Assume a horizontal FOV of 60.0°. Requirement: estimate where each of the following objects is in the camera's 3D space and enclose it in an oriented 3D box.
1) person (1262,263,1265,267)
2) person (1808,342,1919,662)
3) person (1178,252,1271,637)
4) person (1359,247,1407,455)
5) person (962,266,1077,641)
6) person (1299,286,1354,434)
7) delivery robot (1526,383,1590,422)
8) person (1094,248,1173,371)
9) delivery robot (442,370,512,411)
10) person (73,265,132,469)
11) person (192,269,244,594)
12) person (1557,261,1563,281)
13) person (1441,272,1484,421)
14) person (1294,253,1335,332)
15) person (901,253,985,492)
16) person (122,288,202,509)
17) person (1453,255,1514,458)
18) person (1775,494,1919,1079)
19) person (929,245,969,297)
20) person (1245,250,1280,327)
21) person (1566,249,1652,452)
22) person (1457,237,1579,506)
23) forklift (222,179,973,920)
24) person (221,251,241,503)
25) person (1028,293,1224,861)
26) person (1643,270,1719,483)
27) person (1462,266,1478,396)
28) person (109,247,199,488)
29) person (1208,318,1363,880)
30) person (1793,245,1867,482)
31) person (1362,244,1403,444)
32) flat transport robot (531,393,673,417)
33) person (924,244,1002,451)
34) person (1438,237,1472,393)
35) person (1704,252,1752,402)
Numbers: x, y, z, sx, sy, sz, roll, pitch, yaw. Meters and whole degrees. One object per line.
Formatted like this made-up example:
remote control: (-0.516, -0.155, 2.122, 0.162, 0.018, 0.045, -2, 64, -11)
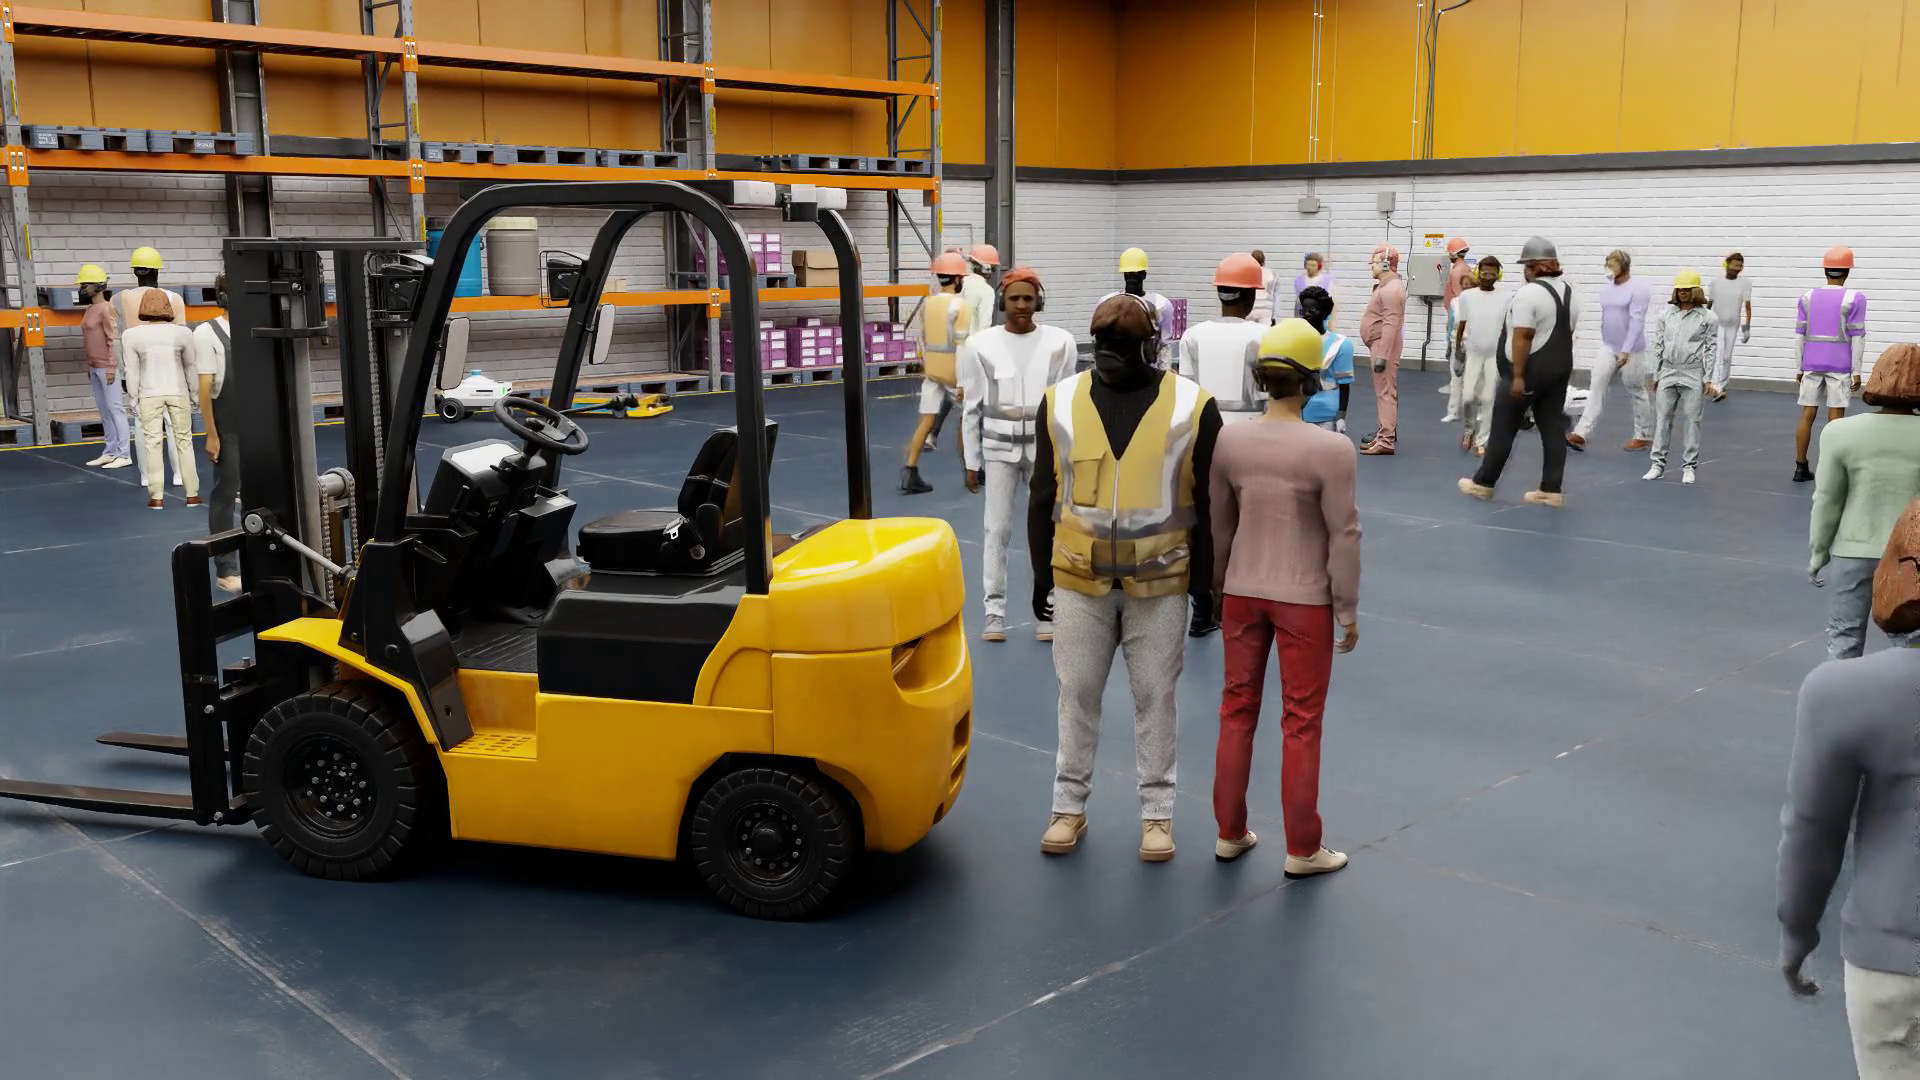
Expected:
person: (4.327, -3.225, 24.109, 0.590, 1.675, 0.553, 3, 11, 17)
person: (3.426, 0.088, 6.173, 0.504, 1.632, 0.269, 6, 12, 32)
person: (1.359, -0.460, 8.334, 0.548, 1.936, 0.378, 6, 12, 31)
person: (3.902, -1.740, 15.395, 0.406, 1.911, 0.639, 3, 11, 15)
person: (0.295, -0.417, 8.288, 0.568, 1.878, 0.362, -1, 10, -3)
person: (2.288, -0.799, 10.836, 0.531, 1.698, 0.320, 7, 13, 34)
delivery robot: (6.203, -1.444, 17.219, 0.707, 0.478, 0.477, -4, 11, -23)
person: (1.294, -1.218, 12.492, 0.585, 1.929, 0.375, 2, 11, 13)
delivery robot: (-5.254, -1.607, 18.108, 0.707, 0.478, 0.477, 0, 10, -1)
person: (-7.481, -1.503, 14.490, 0.530, 1.768, 0.312, 9, 14, 42)
person: (-4.099, -0.627, 9.498, 0.350, 1.846, 0.506, 5, 11, 24)
person: (7.189, -2.618, 20.427, 0.905, 1.821, 0.510, -5, 12, -26)
person: (5.545, -2.090, 18.122, 0.430, 1.659, 0.523, -9, 14, -42)
person: (4.622, -2.835, 21.667, 0.575, 1.815, 0.850, 8, 13, 39)
person: (-0.119, -1.318, 13.161, 0.560, 1.892, 0.983, 10, 14, 42)
person: (-5.909, -1.044, 12.347, 0.500, 1.633, 0.285, -5, 12, -26)
person: (4.775, -1.662, 15.137, 0.530, 1.849, 0.393, 3, 11, 16)
person: (1.674, 0.703, 2.864, 0.516, 1.601, 0.677, 3, 11, 17)
person: (-0.066, -2.583, 20.012, 0.403, 1.909, 0.651, -10, 14, -44)
person: (4.080, -3.086, 22.991, 0.633, 1.821, 0.710, 1, 10, 5)
person: (6.079, -1.742, 15.468, 1.025, 1.881, 0.652, -5, 11, -24)
person: (4.265, -1.299, 12.628, 0.711, 2.000, 0.897, -7, 12, -33)
forklift: (-1.114, -0.058, 5.440, 2.313, 2.155, 1.214, 2, 11, 13)
person: (-5.400, -1.267, 12.652, 0.367, 1.967, 0.606, -4, 11, -19)
person: (0.524, 0.130, 5.388, 0.627, 1.840, 0.429, 2, 11, 13)
person: (5.921, -1.336, 13.637, 0.487, 1.744, 0.313, 8, 13, 37)
person: (6.518, -2.631, 20.988, 0.310, 1.638, 0.523, -3, 11, -17)
person: (-6.467, -1.376, 13.355, 0.586, 1.928, 0.365, -1, 10, -7)
person: (1.024, 0.188, 5.272, 0.533, 1.767, 0.315, 8, 13, 38)
person: (7.080, -1.418, 13.547, 0.344, 1.942, 0.547, -8, 13, -38)
person: (4.113, -1.899, 16.189, 0.372, 1.933, 0.552, 5, 12, 26)
flat transport robot: (-4.022, -1.528, 18.705, 1.431, 0.197, 0.652, 2, 11, 9)
person: (0.027, -1.780, 15.545, 0.795, 1.948, 0.635, -8, 13, -37)
person: (6.376, -2.876, 21.361, 0.392, 1.991, 0.612, 6, 12, 29)
person: (9.355, -2.596, 20.352, 0.567, 1.816, 1.004, 3, 11, 18)
